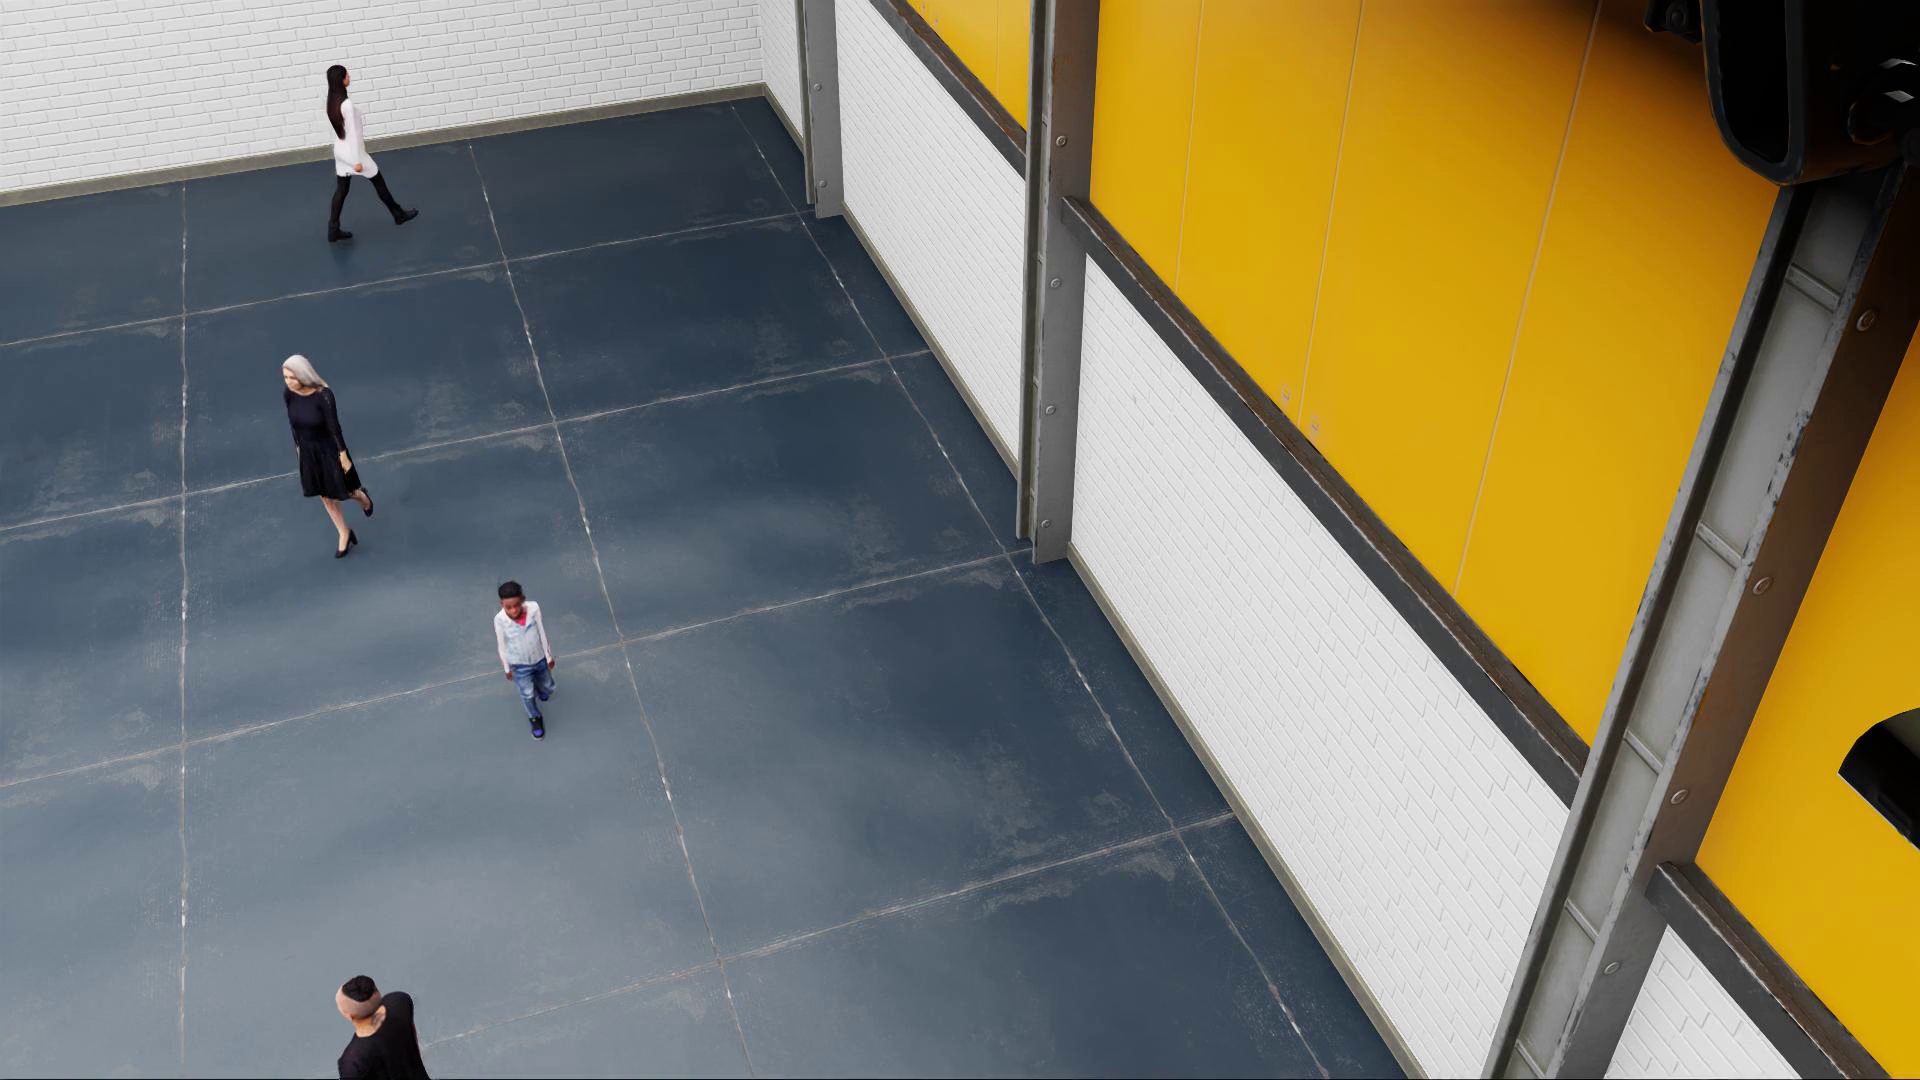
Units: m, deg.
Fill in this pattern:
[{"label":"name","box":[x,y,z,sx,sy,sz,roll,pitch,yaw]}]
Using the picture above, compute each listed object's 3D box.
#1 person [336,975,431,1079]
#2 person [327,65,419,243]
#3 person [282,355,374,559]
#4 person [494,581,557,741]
[{"label":"person","box":[-2.674,2.743,8.146,1.223,1.823,1.214,13,40,16]},{"label":"person","box":[-6.055,-3.732,16.308,1.205,1.756,1.041,31,48,33]},{"label":"person","box":[-4.725,-0.663,12.488,0.861,1.729,0.949,10,40,13]},{"label":"person","box":[-2.896,0.738,11.119,0.499,1.247,0.683,-15,41,-17]}]
